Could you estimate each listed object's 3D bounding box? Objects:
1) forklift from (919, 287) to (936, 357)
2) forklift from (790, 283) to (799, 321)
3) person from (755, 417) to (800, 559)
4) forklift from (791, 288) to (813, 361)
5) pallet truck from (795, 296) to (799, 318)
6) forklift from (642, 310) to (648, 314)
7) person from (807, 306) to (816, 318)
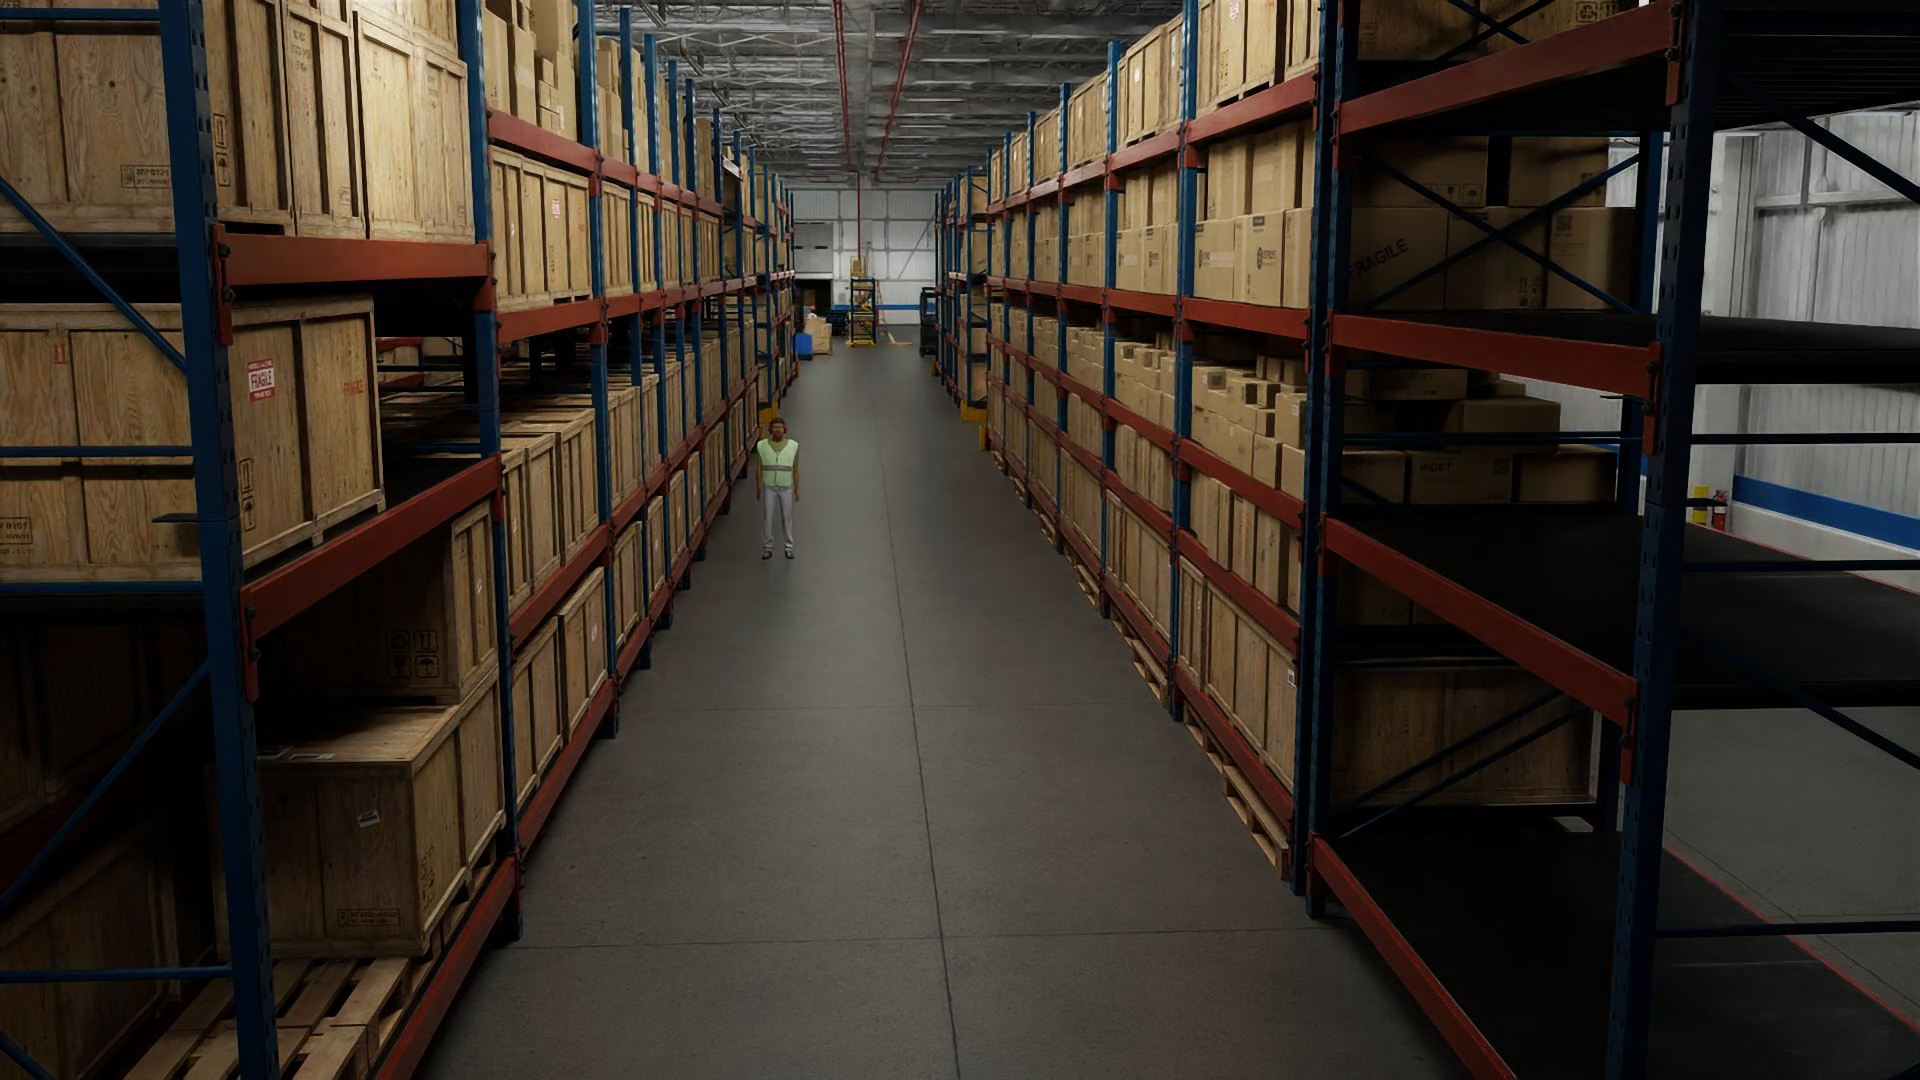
[{"bbox_3d":[-1.079,-8.845,67.305,1.129,2.768,1.873,-1,10,-3],"label":"forklift"},{"bbox_3d":[-8.568,-11.151,81.079,1.129,2.768,1.873,-5,11,-30],"label":"forklift"},{"bbox_3d":[-2.363,-0.672,21.561,0.571,1.846,0.382,-1,10,-6],"label":"person"},{"bbox_3d":[-6.427,-8.288,63.973,1.129,2.768,1.873,-4,10,-22],"label":"forklift"},{"bbox_3d":[-8.622,-12.439,91.403,1.885,1.965,0.823,2,10,13],"label":"pallet truck"},{"bbox_3d":[-10.236,-6.332,52.289,1.129,2.768,1.873,-9,13,-43],"label":"forklift"},{"bbox_3d":[-6.447,-9.284,72.781,0.543,1.928,0.399,9,13,42],"label":"person"}]
